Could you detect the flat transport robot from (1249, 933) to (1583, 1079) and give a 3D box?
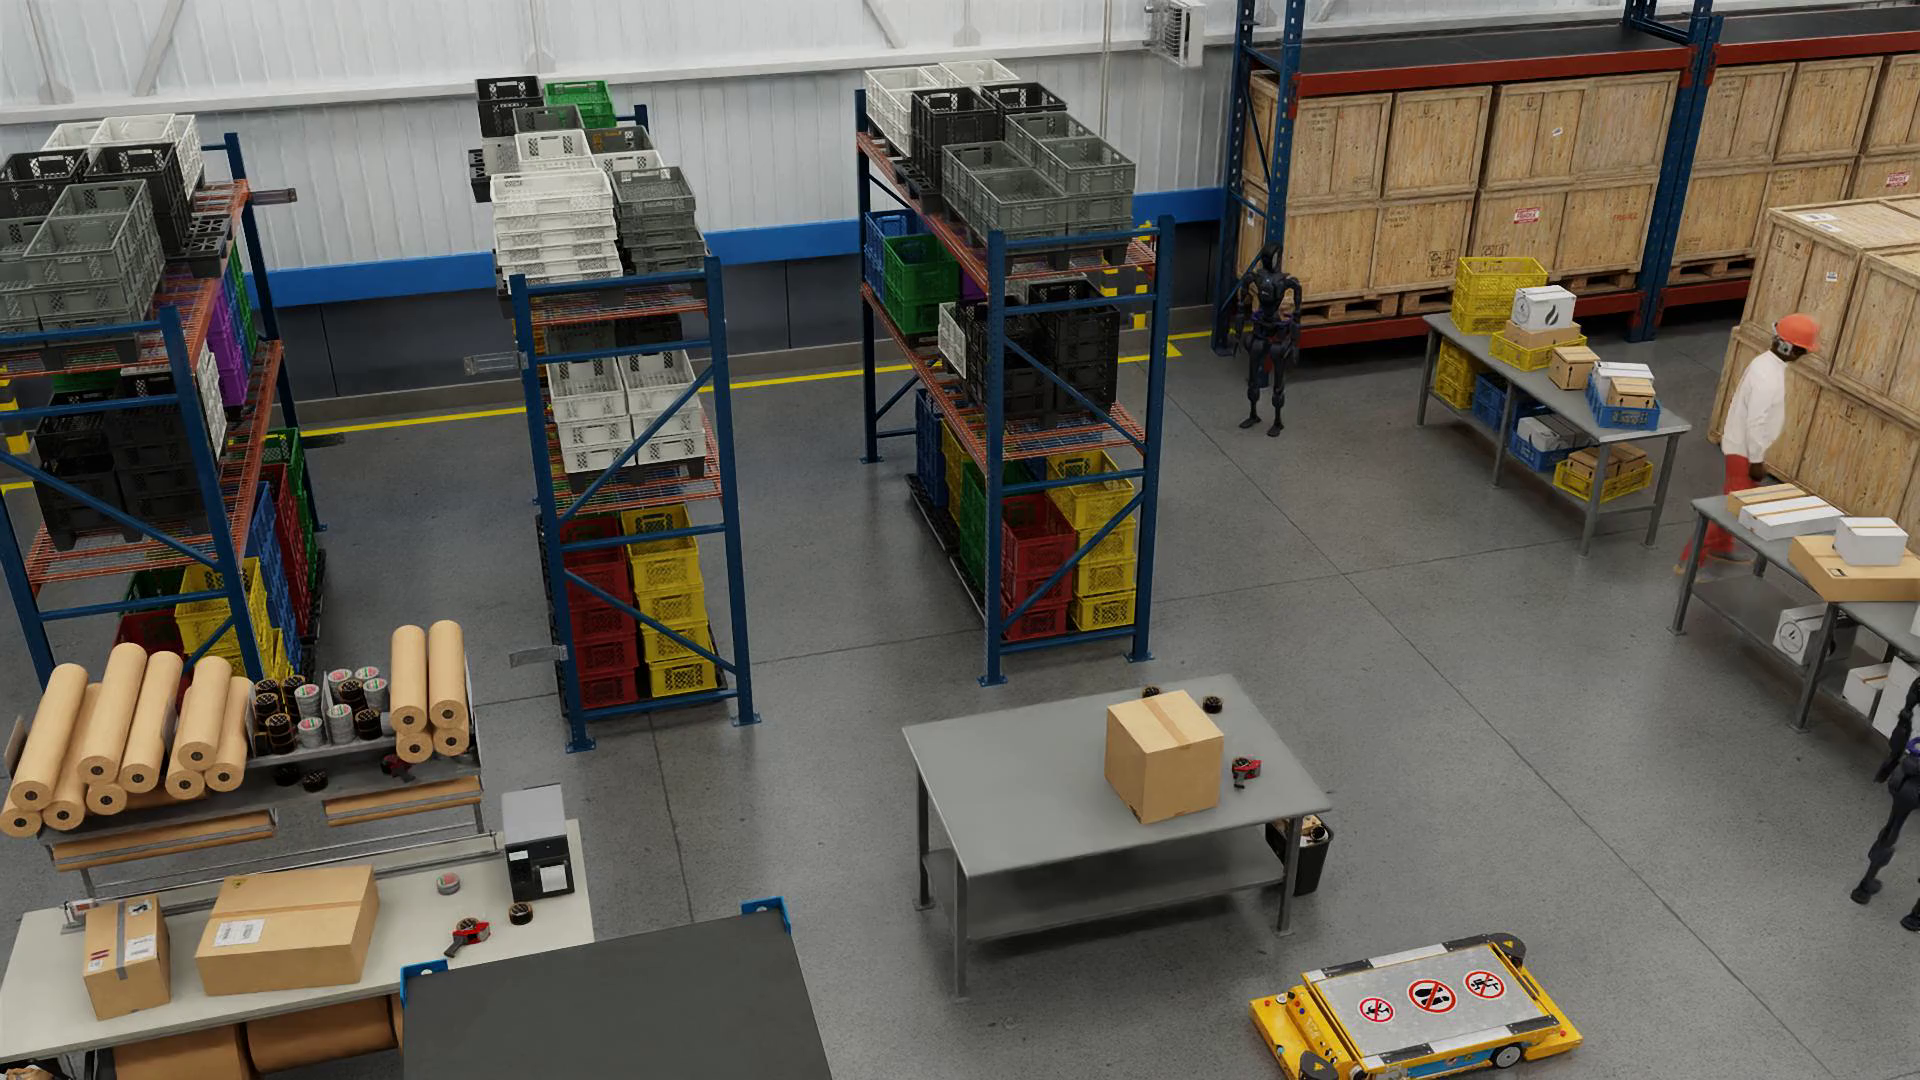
[{"bbox_3d":[2.184,2.282,7.980,1.431,0.197,0.652,-8,30,-14],"label":"flat transport robot"}]

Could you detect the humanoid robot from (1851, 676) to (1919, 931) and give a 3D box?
[{"bbox_3d":[5.002,1.210,8.497,0.368,1.653,0.564,-21,35,-33],"label":"humanoid robot"}]

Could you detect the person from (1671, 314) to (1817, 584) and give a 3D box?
[{"bbox_3d":[5.448,-0.635,11.555,0.572,1.965,0.787,14,32,24],"label":"person"}]

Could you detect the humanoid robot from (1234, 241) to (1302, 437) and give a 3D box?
[{"bbox_3d":[2.550,-1.667,13.733,0.591,1.648,0.331,17,33,28],"label":"humanoid robot"}]
